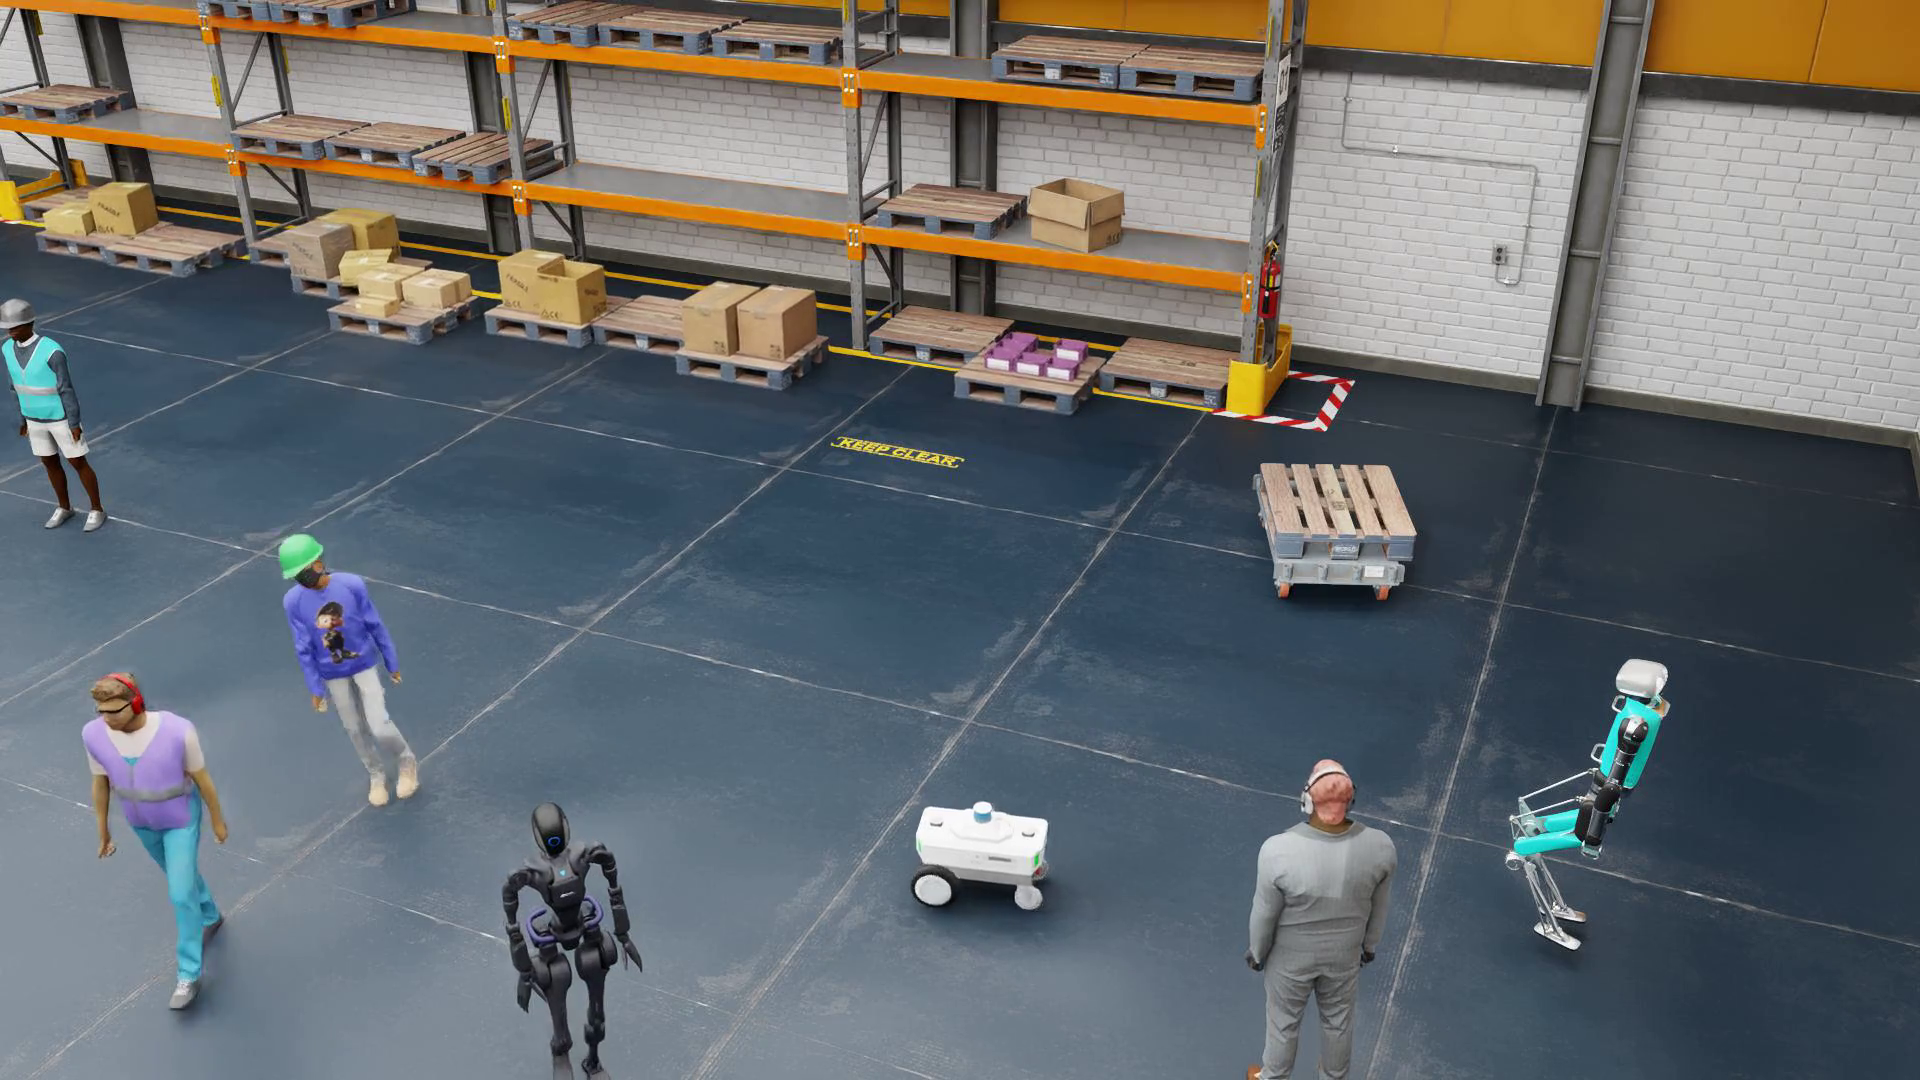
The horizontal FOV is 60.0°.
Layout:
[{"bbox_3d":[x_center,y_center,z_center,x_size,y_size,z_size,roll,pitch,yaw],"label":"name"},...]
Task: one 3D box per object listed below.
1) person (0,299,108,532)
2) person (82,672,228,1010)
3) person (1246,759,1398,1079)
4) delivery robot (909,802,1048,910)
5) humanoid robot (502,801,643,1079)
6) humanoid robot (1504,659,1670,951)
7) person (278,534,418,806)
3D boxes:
[{"bbox_3d":[-7.127,-0.982,13.029,0.554,1.931,0.454,5,28,9],"label":"person"},{"bbox_3d":[-4.076,1.482,8.379,0.591,1.806,0.875,3,27,5],"label":"person"},{"bbox_3d":[1.614,1.826,7.607,0.638,1.908,0.413,-3,27,-6],"label":"person"},{"bbox_3d":[0.102,1.731,9.268,0.784,0.599,0.499,5,28,9],"label":"delivery robot"},{"bbox_3d":[-1.794,1.896,7.723,0.590,1.649,0.363,-15,31,-27],"label":"humanoid robot"},{"bbox_3d":[3.162,1.320,8.625,0.735,1.677,0.533,15,31,27],"label":"humanoid robot"},{"bbox_3d":[-3.572,0.771,9.740,0.568,1.831,0.406,-6,28,-12],"label":"person"}]
